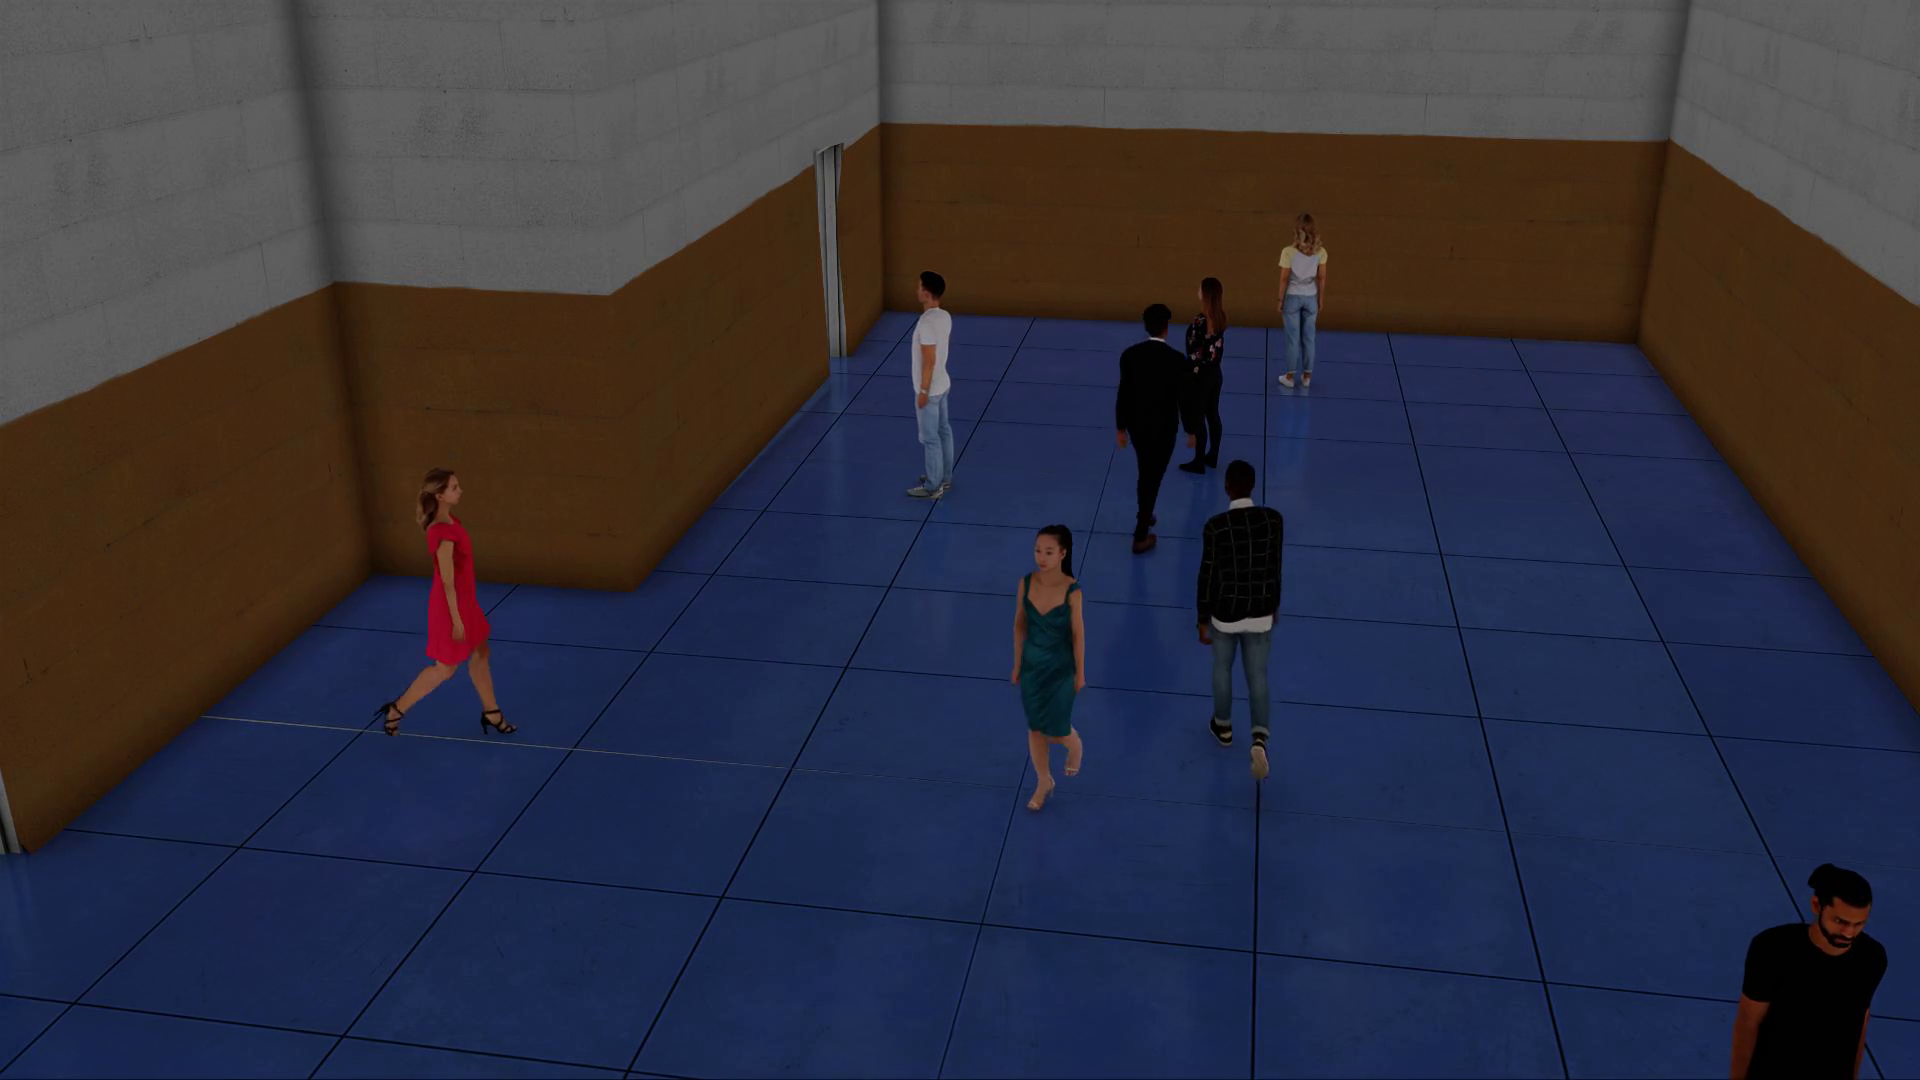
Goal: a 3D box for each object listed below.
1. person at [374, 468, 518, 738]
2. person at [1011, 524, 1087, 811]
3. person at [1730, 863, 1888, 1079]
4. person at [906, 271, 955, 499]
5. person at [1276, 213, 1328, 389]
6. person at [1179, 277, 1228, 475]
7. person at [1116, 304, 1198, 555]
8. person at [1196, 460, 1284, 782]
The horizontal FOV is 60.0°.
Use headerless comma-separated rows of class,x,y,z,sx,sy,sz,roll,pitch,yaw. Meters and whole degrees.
person,-3.021,0.417,9.588,1.090,1.699,0.850,-5,22,-13
person,0.526,0.682,8.967,0.733,1.671,0.747,15,27,33
person,2.907,1.897,5.828,0.564,1.755,0.733,-1,22,-2
person,-0.221,-1.267,13.555,0.629,1.866,0.712,8,23,18
person,3.372,-2.367,16.464,0.578,1.723,0.747,-3,22,-7
person,2.089,-1.403,14.140,0.673,1.683,0.657,19,29,39
person,1.395,-0.798,12.401,0.938,1.857,0.971,14,26,32
person,1.601,0.465,9.345,1.114,1.792,0.908,-1,22,-3
